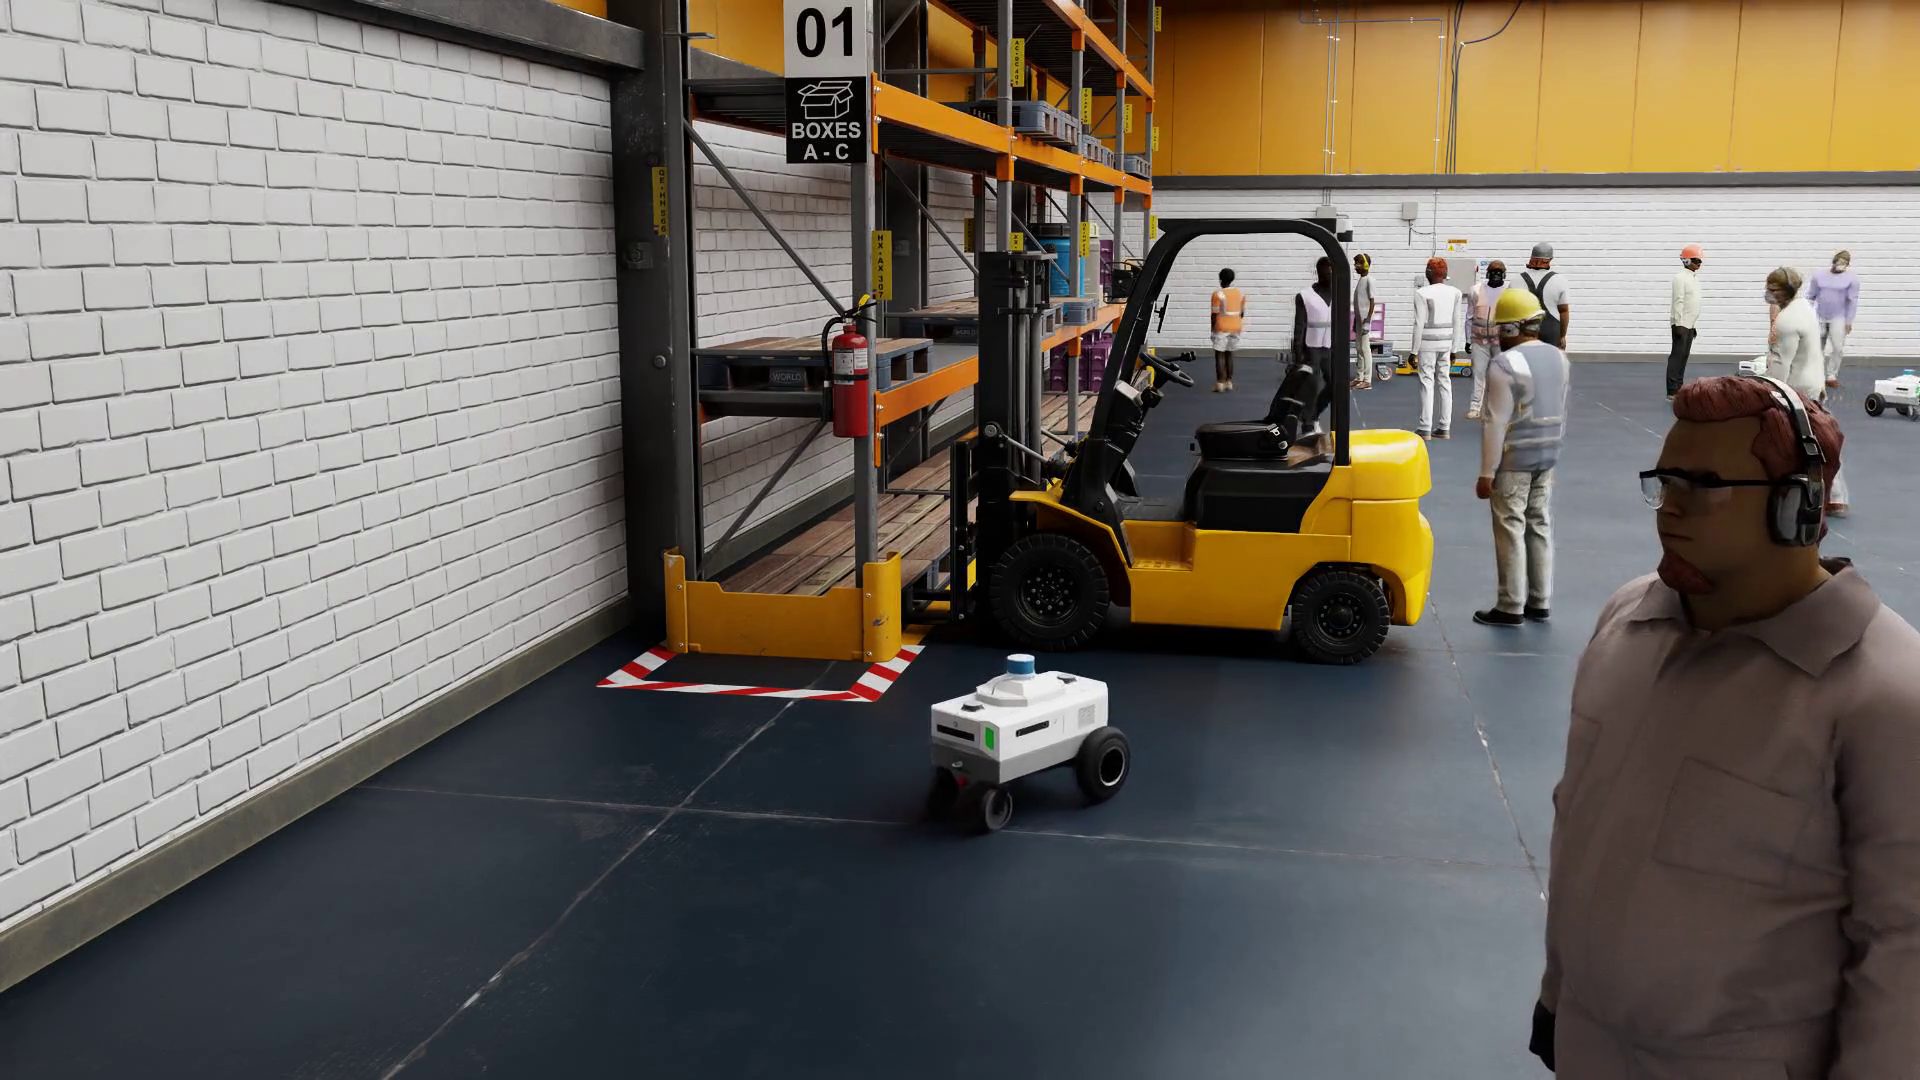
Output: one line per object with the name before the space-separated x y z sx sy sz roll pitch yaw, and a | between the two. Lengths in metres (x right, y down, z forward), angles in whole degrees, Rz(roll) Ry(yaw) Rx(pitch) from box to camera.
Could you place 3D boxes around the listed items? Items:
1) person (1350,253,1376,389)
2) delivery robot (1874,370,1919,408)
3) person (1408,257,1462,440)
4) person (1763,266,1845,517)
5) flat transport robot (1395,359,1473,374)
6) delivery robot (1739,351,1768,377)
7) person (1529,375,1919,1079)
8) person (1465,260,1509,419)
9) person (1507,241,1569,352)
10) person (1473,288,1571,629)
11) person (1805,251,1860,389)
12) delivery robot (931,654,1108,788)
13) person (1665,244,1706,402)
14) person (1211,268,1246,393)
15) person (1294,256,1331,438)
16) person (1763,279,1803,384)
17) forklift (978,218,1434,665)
person | 5.541 -3.011 22.939 0.328 1.865 0.521 -1 10 -6
delivery robot | 10.919 -1.722 19.181 0.477 0.478 0.707 -2 11 -11
person | 4.904 -1.975 17.201 0.583 1.882 0.337 -4 11 -22
person | 6.231 -1.114 12.531 0.999 1.865 0.696 6 12 31
flat transport robot | 7.368 -2.626 25.194 1.431 0.197 0.652 4 11 20
delivery robot | 10.865 -2.303 22.376 0.707 0.478 0.477 -3 11 -16
person | 1.030 0.723 2.350 0.407 1.910 0.639 -4 11 -20
person | 6.100 -2.279 19.050 0.639 1.833 0.431 6 12 31
person | 6.471 -2.312 18.620 0.674 2.000 0.535 6 12 29
person | 2.999 -0.434 8.936 0.604 1.823 0.403 -7 13 -34
person | 11.995 -3.022 22.920 0.425 1.901 0.691 -9 14 -42
delivery robot | 0.222 0.664 6.123 0.477 0.478 0.707 10 14 43
person | 9.181 -2.731 21.047 0.377 1.995 0.608 8 13 38
person | 3.622 -2.828 22.484 0.574 1.658 0.461 -5 12 -26
person | 3.672 -1.938 16.970 0.660 1.895 0.450 -5 11 -25
person | 9.751 -2.310 19.711 0.513 1.639 0.311 -7 13 -34
forklift | 1.285 -0.567 8.635 2.313 2.155 1.214 2 11 11
